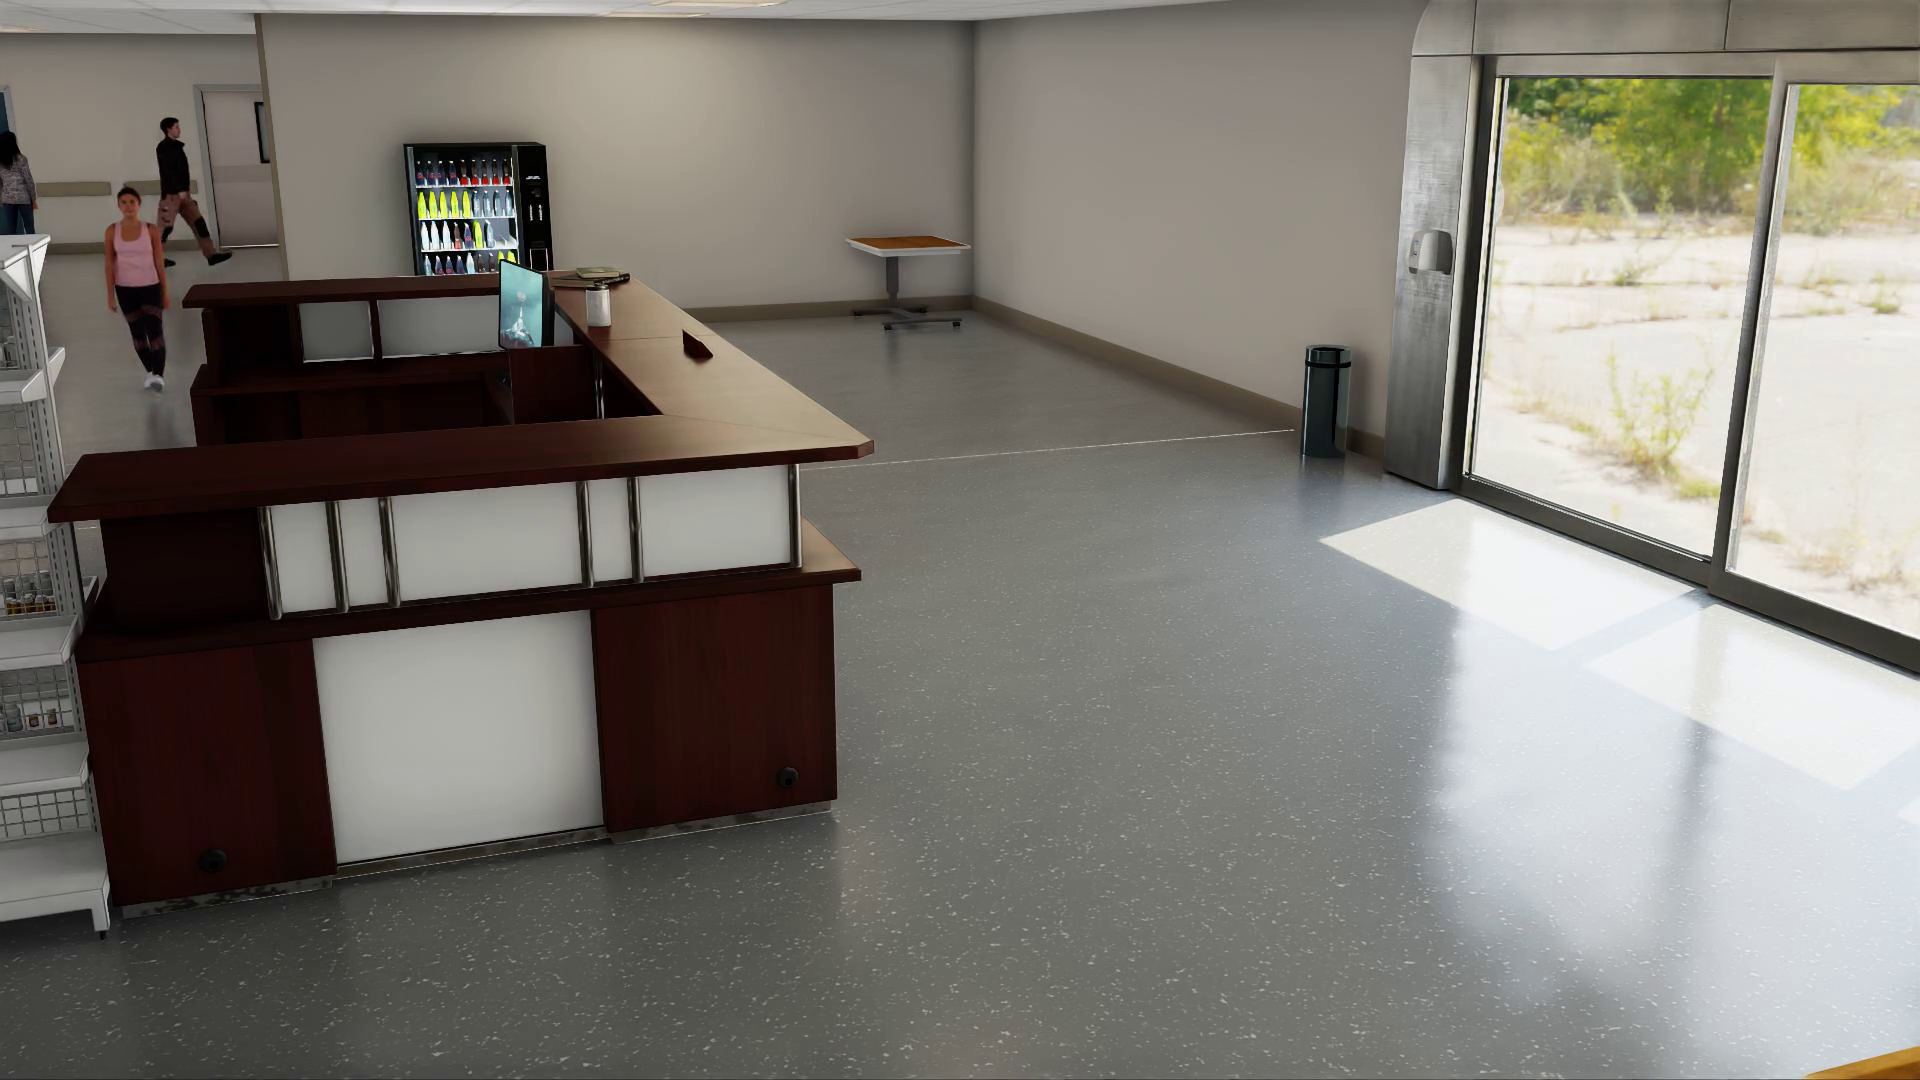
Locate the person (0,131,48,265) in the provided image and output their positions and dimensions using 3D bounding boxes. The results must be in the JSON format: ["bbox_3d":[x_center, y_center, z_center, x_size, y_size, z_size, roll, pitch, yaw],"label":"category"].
[{"bbox_3d":[-12.461,-4.511,21.962,0.577,1.731,0.742,0,16,-1],"label":"person"}]

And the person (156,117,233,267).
[{"bbox_3d":[-10.162,-4.413,21.354,1.311,1.872,0.953,-1,16,-3],"label":"person"}]

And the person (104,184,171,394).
[{"bbox_3d":[-6.491,-1.965,13.160,0.963,1.607,0.679,-4,16,-14],"label":"person"}]
